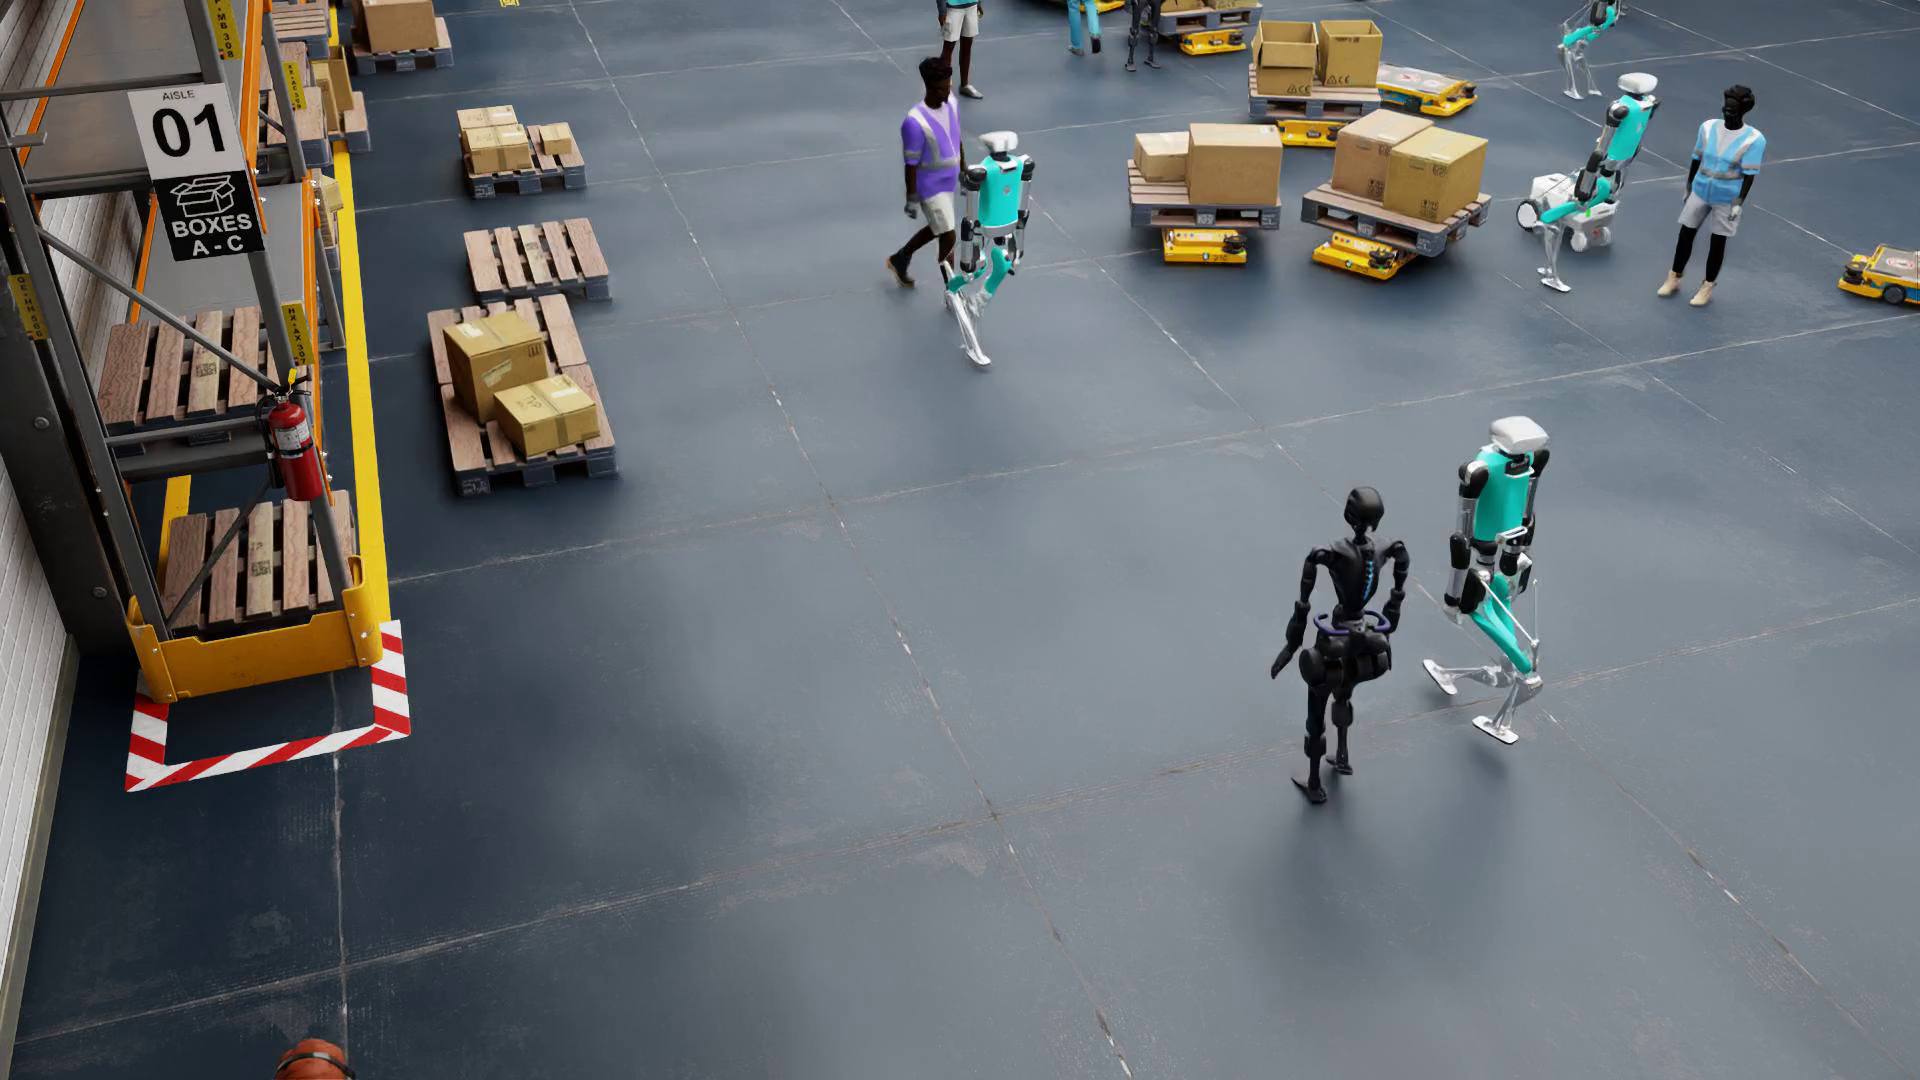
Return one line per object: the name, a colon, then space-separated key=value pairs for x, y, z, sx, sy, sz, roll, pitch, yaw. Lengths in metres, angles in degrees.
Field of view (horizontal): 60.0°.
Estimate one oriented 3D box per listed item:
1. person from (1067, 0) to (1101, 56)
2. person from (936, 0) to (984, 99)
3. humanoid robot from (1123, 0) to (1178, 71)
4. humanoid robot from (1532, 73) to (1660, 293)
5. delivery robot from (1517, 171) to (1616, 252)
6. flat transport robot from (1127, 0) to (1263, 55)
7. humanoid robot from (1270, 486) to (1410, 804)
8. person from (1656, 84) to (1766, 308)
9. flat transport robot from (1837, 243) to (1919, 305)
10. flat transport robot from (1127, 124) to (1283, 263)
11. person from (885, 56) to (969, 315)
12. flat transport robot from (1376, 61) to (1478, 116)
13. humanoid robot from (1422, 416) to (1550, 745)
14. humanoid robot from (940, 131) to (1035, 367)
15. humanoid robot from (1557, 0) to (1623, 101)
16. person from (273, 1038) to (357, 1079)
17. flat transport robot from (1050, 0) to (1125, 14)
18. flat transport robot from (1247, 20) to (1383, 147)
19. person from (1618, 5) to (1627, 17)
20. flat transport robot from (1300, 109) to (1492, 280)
person: x=1.281 y=-6.057 z=17.733 sx=0.655 sy=1.809 sz=0.514 roll=-9 pitch=34 yaw=-14
person: x=-0.018 y=-5.327 z=16.499 sx=0.565 sy=1.938 sz=0.412 roll=-24 pitch=40 yaw=-32
humanoid robot: x=1.992 y=-5.769 z=17.408 sx=0.599 sy=1.654 sz=0.315 roll=-11 pitch=35 yaw=-16
humanoid robot: x=4.761 y=-2.742 z=12.773 sx=0.550 sy=1.820 sz=0.810 roll=-22 pitch=39 yaw=-30
delivery robot: x=5.081 y=-2.779 z=13.859 sx=0.499 sy=0.595 sz=0.783 roll=-15 pitch=36 yaw=-21
flat transport robot: x=2.599 y=-5.749 z=18.676 sx=0.659 sy=0.231 sz=1.431 roll=-10 pitch=35 yaw=-16
humanoid robot: x=1.778 y=0.498 z=7.804 sx=0.604 sy=1.648 sz=0.340 roll=-7 pitch=34 yaw=-11
person: x=5.690 y=-2.588 z=12.526 sx=0.345 sy=1.693 sz=0.550 roll=-25 pitch=41 yaw=-33
flat transport robot: x=7.637 y=-1.954 z=12.855 sx=1.431 sy=0.231 sz=0.659 roll=21 pitch=39 yaw=29
flat transport robot: x=2.016 y=-2.697 z=13.995 sx=0.659 sy=0.231 sz=1.431 roll=2 pitch=33 yaw=2
person: x=-0.217 y=-2.686 z=12.460 sx=0.890 sy=1.931 sz=0.602 roll=17 pitch=37 yaw=24
flat transport robot: x=4.468 y=-4.611 z=16.930 sx=1.431 sy=0.231 sz=0.659 roll=24 pitch=40 yaw=32
humanoid robot: x=2.675 y=0.271 z=8.105 sx=0.555 sy=1.762 sz=0.959 roll=-19 pitch=38 yaw=-27
humanoid robot: x=0.118 y=-1.998 z=11.677 sx=0.548 sy=1.904 sz=0.744 roll=-20 pitch=38 yaw=-28
humanoid robot: x=6.312 y=-5.288 z=16.613 sx=0.711 sy=1.763 sz=0.550 roll=25 pitch=40 yaw=33
person: x=-1.790 y=2.195 z=5.014 sx=0.580 sy=1.883 sz=0.352 roll=6 pitch=34 yaw=9
flat transport robot: x=1.311 y=-6.593 z=19.970 sx=1.431 sy=0.231 sz=0.659 roll=28 pitch=42 yaw=36
flat transport robot: x=3.403 y=-4.160 z=16.239 sx=0.659 sy=0.231 sz=1.431 roll=4 pitch=33 yaw=6
person: x=7.747 y=-6.945 z=19.222 sx=0.373 sy=1.675 sz=0.463 roll=14 pitch=36 yaw=20
flat transport robot: x=3.559 y=-2.529 z=13.737 sx=0.659 sy=0.231 sz=1.431 roll=24 pitch=40 yaw=32
